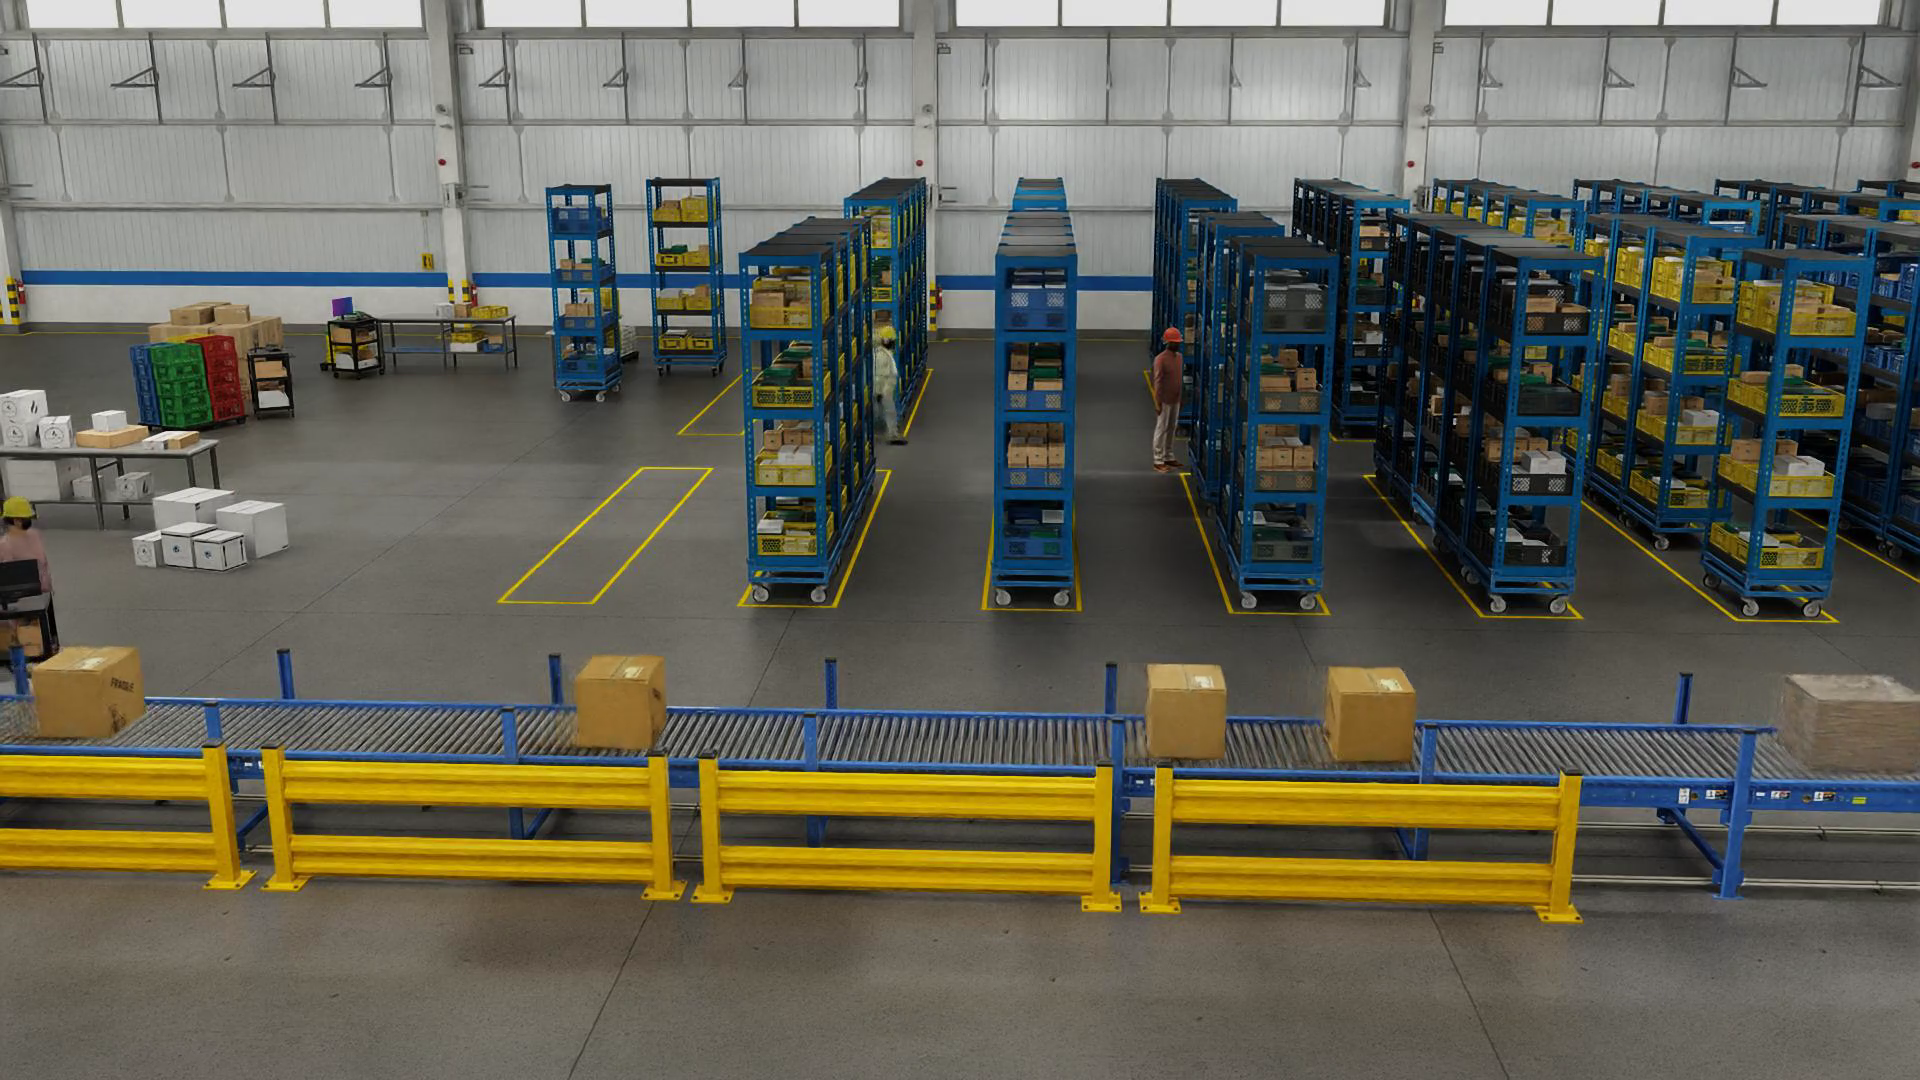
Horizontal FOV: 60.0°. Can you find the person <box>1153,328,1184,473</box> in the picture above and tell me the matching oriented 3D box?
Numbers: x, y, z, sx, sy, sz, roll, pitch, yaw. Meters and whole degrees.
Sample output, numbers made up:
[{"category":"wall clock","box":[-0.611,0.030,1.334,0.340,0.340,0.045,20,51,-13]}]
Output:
[{"category":"person","box":[2.892,-1.939,22.955,0.383,1.993,0.622,12,19,38]}]

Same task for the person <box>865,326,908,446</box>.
[{"category":"person","box":[-1.224,-2.273,24.585,0.829,1.804,0.604,0,15,0]}]

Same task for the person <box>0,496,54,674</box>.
[{"category":"person","box":[-8.196,0.454,14.535,0.620,1.744,0.532,2,15,7]}]
